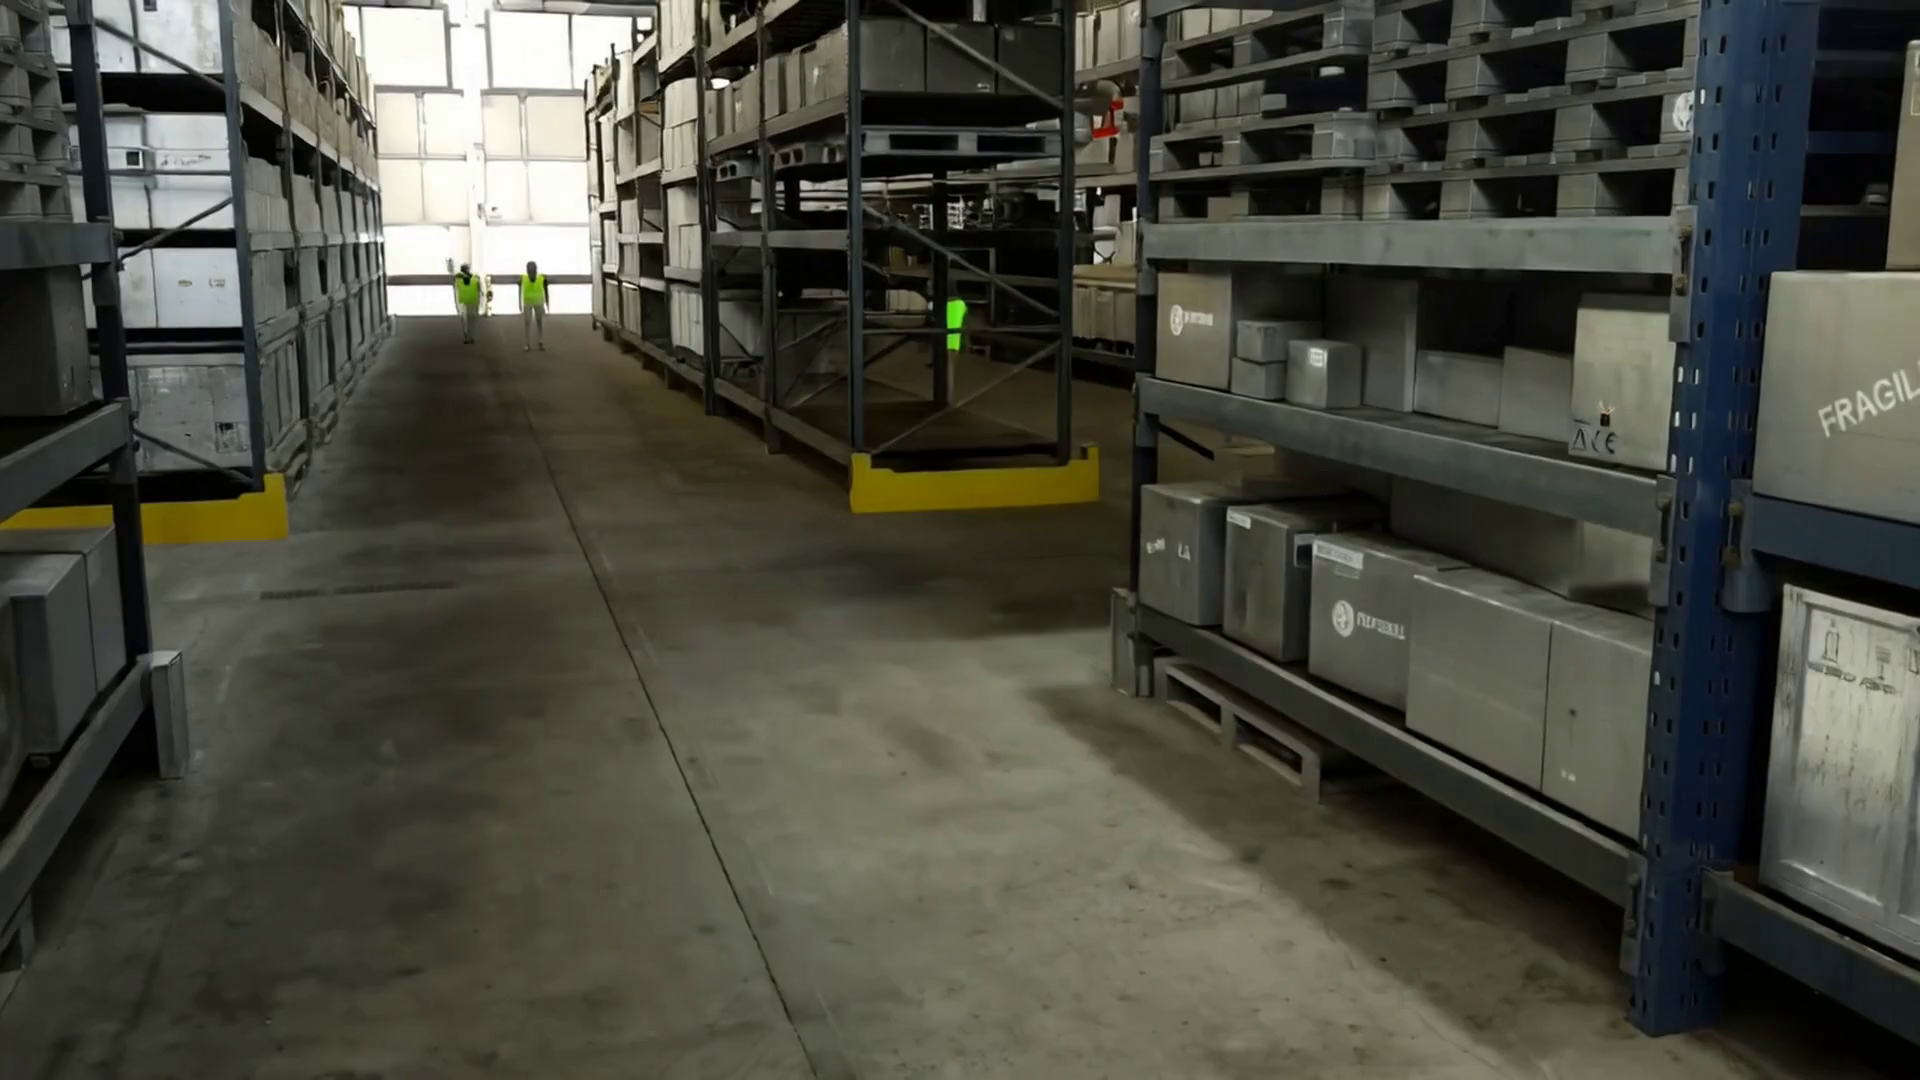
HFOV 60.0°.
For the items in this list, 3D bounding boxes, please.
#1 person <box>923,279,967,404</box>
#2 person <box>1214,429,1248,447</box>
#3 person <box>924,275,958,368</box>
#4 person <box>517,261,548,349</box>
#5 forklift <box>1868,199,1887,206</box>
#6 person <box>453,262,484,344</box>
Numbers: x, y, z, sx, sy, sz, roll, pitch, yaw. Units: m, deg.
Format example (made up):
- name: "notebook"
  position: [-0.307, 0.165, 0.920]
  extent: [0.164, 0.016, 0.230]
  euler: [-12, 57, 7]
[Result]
- name: "person"
  position: [-0.188, -2.468, 21.516]
  extent: [0.581, 1.819, 0.830]
  euler: [-3, 11, -16]
- name: "person"
  position: [2.448, -1.029, 14.239]
  extent: [0.865, 1.590, 0.510]
  euler: [-5, 12, -26]
- name: "person"
  position: [-0.369, -4.025, 29.808]
  extent: [0.638, 1.909, 0.408]
  euler: [6, 12, 30]
- name: "person"
  position: [-8.948, -4.916, 34.869]
  extent: [0.632, 1.843, 0.429]
  euler: [-4, 11, -22]
- name: "forklift"
  position: [11.338, -2.915, 21.052]
  extent: [1.129, 2.768, 1.873]
  euler: [-3, 11, -17]
- name: "person"
  position: [-10.797, -5.198, 36.562]
  extent: [0.609, 1.785, 0.891]
  euler: [-4, 11, -22]
